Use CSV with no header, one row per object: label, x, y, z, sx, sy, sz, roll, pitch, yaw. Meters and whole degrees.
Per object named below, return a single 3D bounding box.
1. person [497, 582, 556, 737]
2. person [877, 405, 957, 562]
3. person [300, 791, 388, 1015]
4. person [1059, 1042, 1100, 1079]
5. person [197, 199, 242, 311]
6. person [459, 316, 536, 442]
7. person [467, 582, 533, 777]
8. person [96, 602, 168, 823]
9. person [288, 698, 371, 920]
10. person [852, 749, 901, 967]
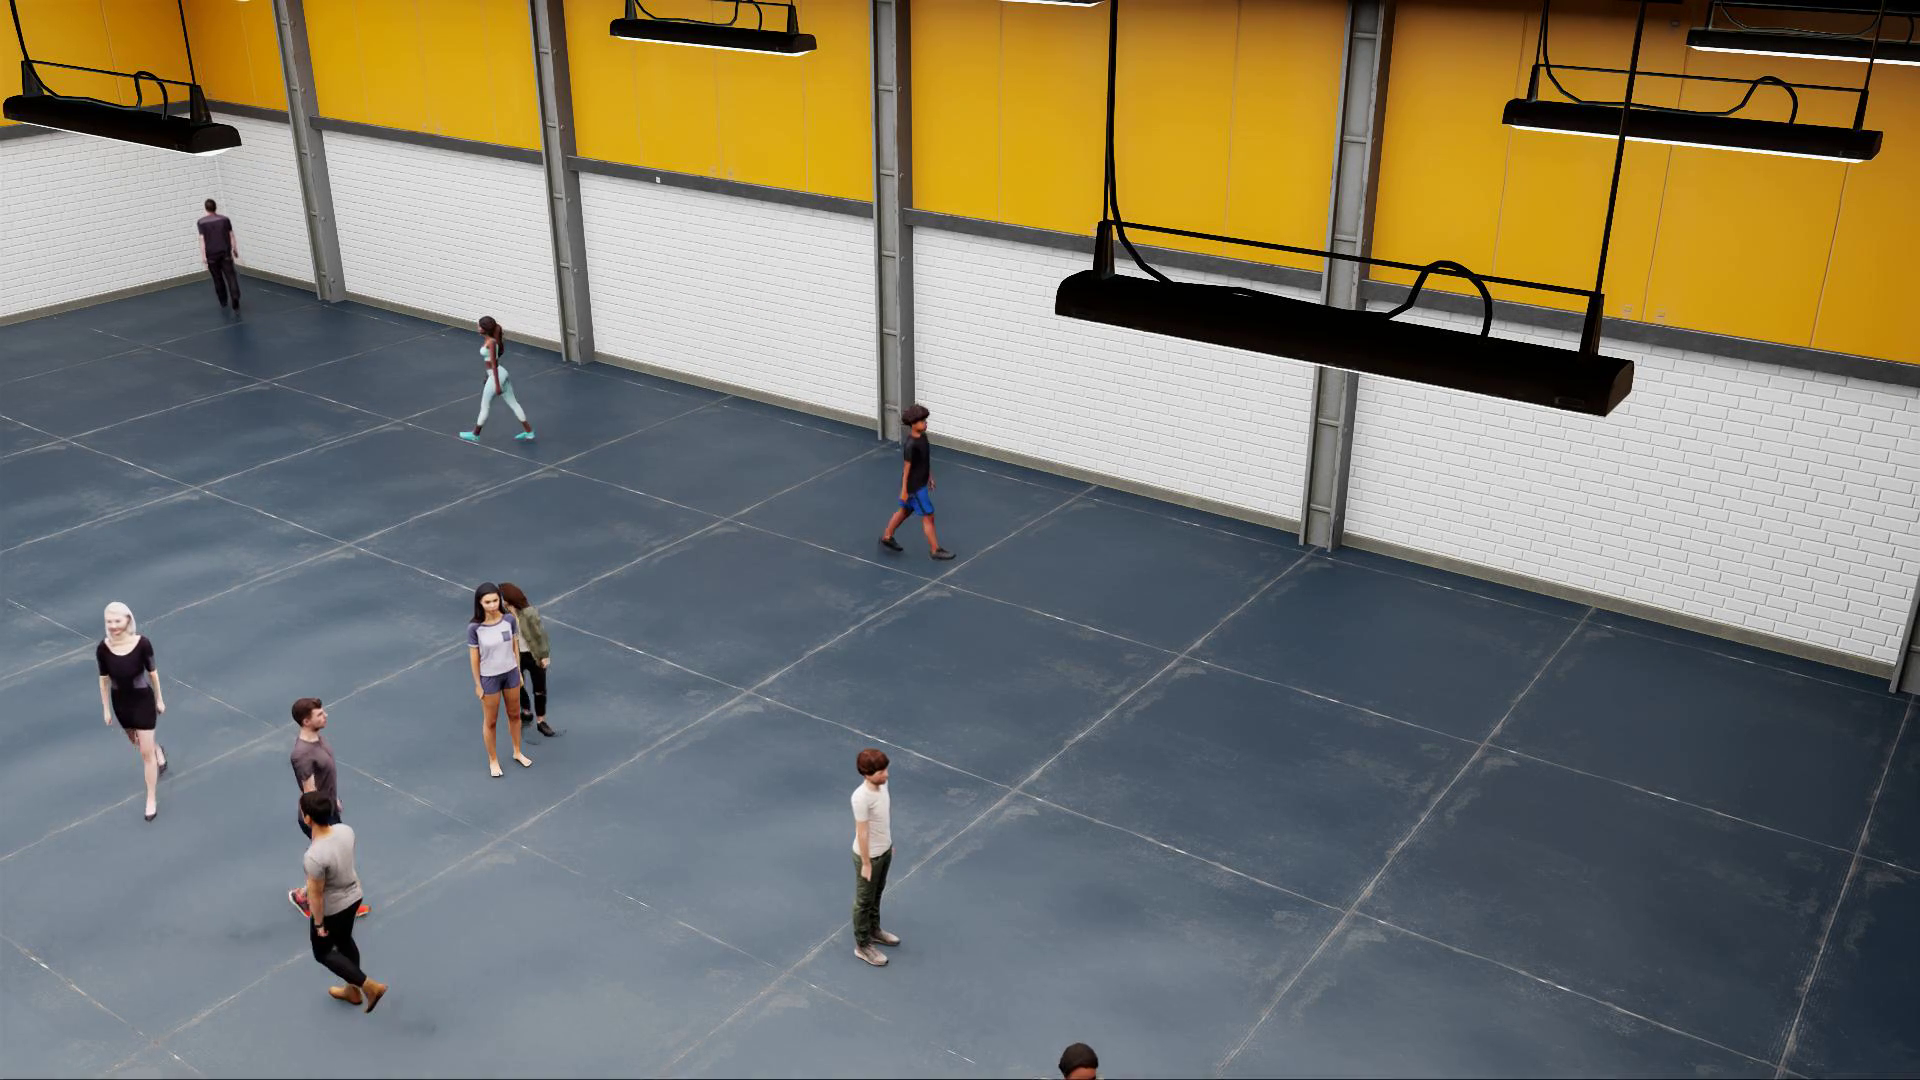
person,-3.793,1.045,14.697,0.625,1.455,0.784,-2,24,-5
person,-0.570,-0.617,18.115,1.236,1.762,0.894,7,25,15
person,-4.121,2.463,11.155,0.889,1.695,0.733,8,25,18
person,0.581,3.383,9.118,0.913,1.640,1.070,-11,26,-23
person,-12.131,-4.659,27.286,1.022,1.823,1.235,-13,27,-27
person,-5.892,-2.036,21.473,1.204,1.672,1.096,-2,24,-6
person,-3.914,1.156,14.095,0.641,1.734,0.611,-17,29,-33
person,-6.738,1.330,13.621,1.085,1.795,1.186,-5,24,-12
person,-4.713,1.992,12.049,0.946,1.841,0.885,-3,24,-7
person,-0.624,2.208,11.788,0.596,1.654,0.620,10,25,21
